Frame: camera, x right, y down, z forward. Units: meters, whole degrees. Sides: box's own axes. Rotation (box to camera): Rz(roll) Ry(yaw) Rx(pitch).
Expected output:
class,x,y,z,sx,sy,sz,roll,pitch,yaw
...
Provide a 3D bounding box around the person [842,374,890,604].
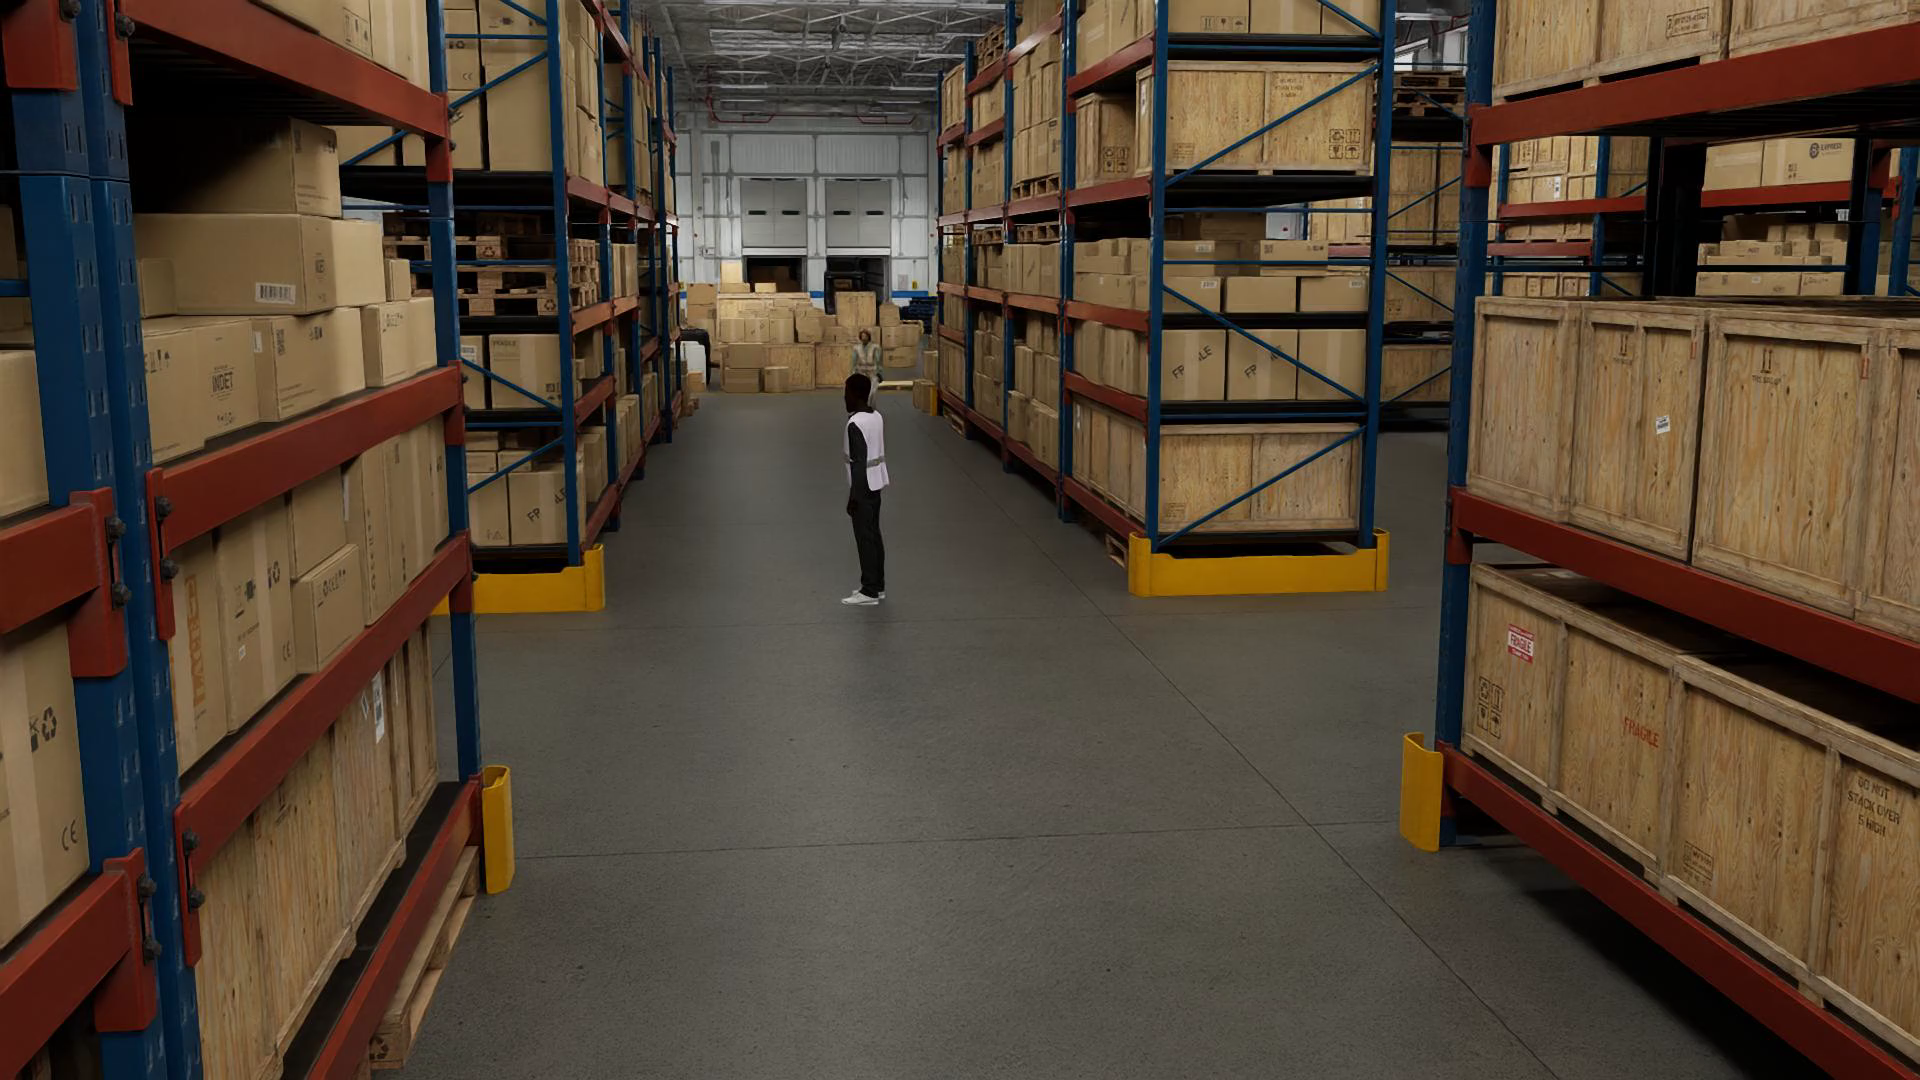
class,x,y,z,sx,sy,sz,roll,pitch,yaw
person,-0.784,-0.419,13.801,0.372,1.916,0.597,2,10,13

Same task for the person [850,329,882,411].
class,x,y,z,sx,sy,sz,roll,pitch,yaw
person,-1.611,-2.794,28.515,0.543,1.611,0.672,0,10,0

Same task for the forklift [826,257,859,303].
class,x,y,z,sx,sy,sz,roll,pitch,yaw
forklift,-3.293,-6.577,46.858,1.129,2.768,1.873,-1,10,-7
